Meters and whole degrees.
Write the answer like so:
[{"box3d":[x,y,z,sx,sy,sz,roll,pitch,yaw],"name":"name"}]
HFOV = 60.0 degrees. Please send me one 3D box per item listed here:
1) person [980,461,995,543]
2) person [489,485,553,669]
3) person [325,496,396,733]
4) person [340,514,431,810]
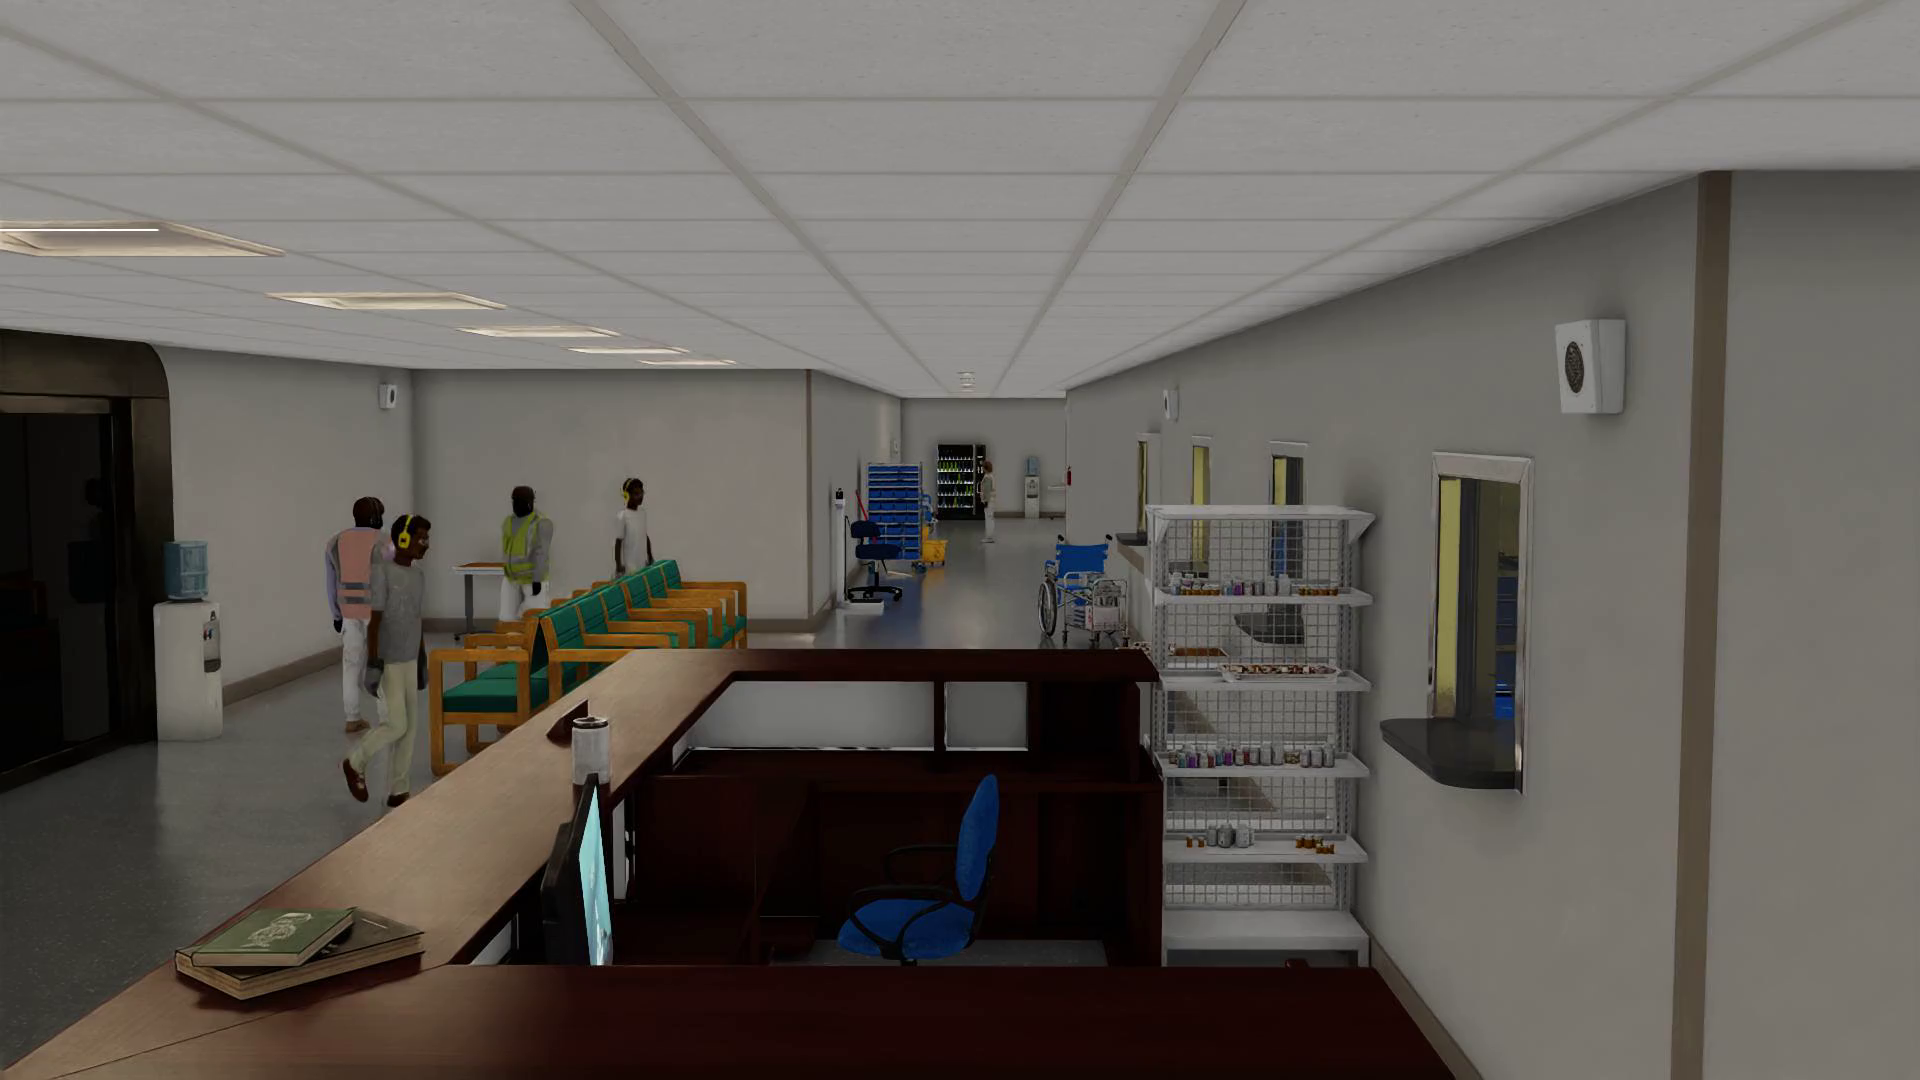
[{"box3d":[0.552,-0.755,33.061,0.311,1.638,0.522,1,4,7],"name":"person"},{"box3d":[-4.192,0.360,16.274,0.636,1.809,0.770,2,5,27],"name":"person"},{"box3d":[-4.575,0.582,12.902,0.637,1.840,0.429,1,4,11],"name":"person"},{"box3d":[-3.537,0.764,10.308,0.507,1.846,0.563,1,4,18],"name":"person"}]
